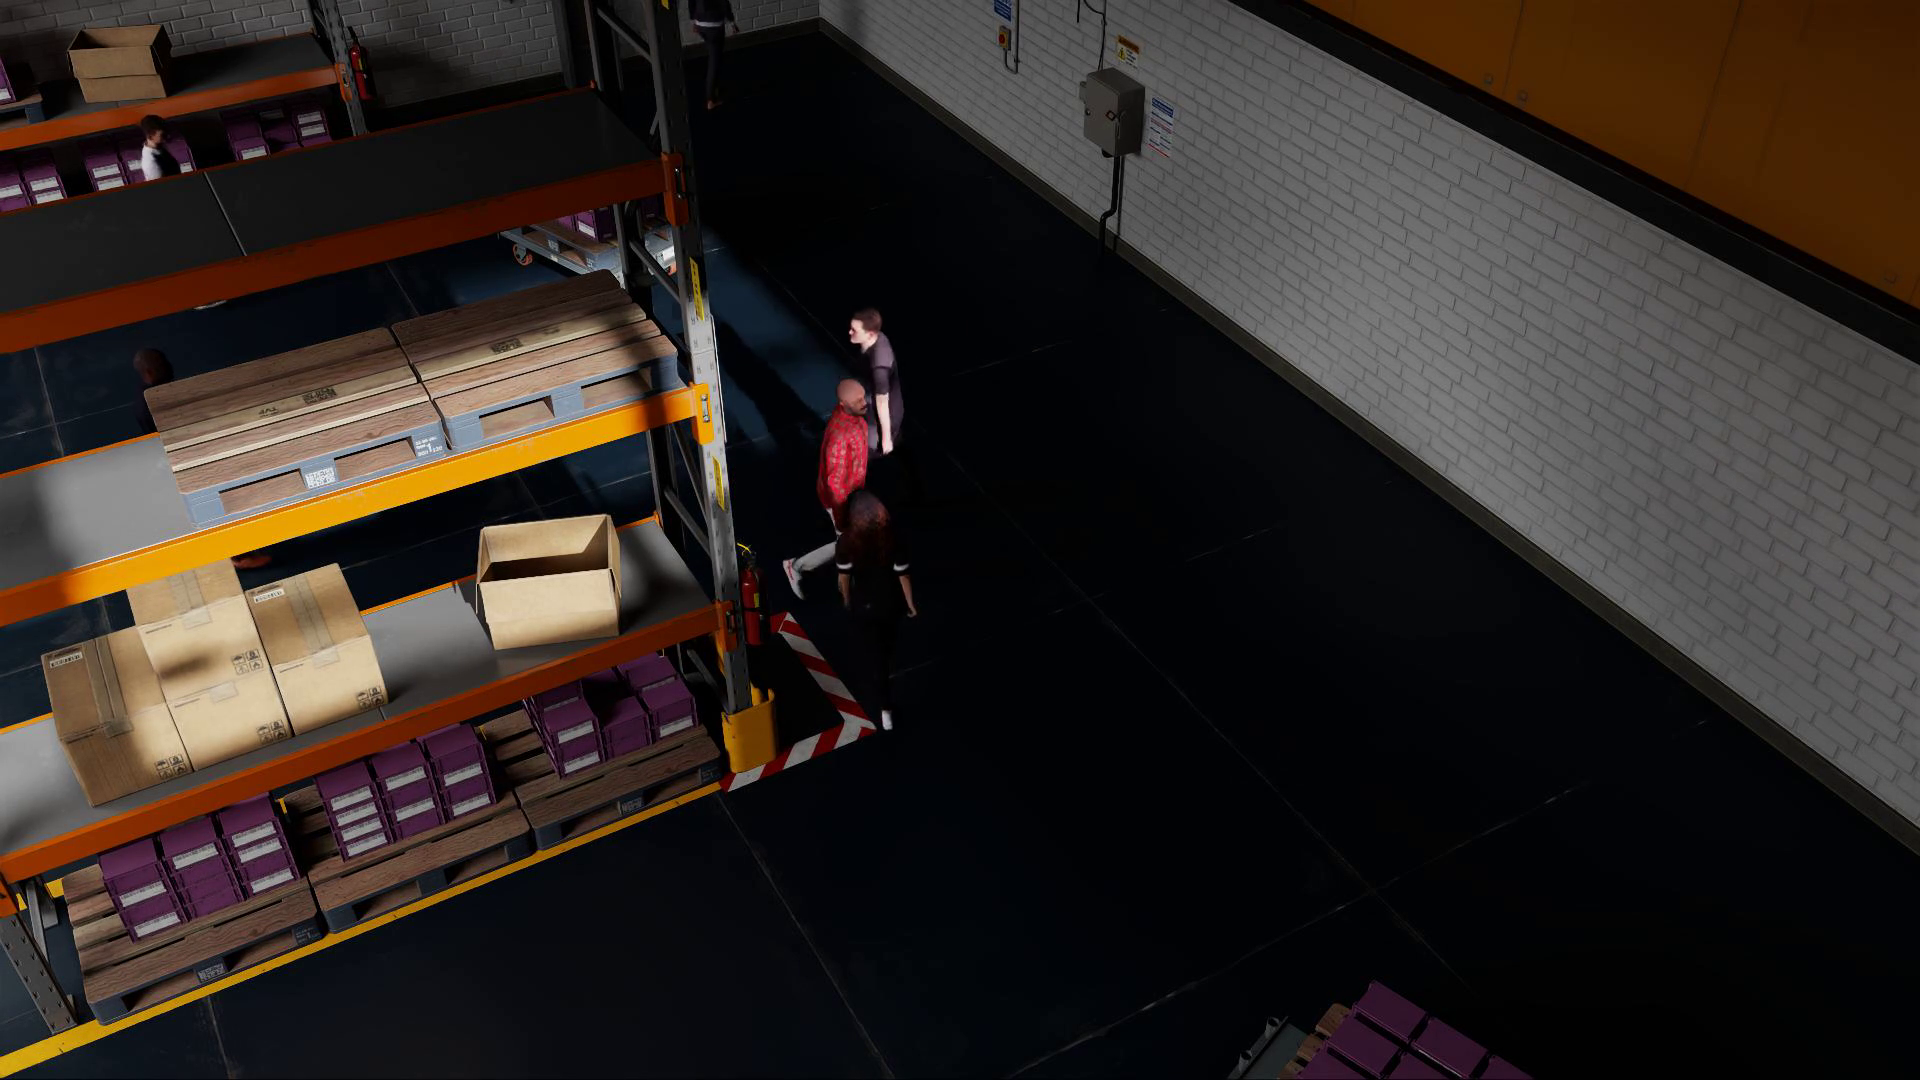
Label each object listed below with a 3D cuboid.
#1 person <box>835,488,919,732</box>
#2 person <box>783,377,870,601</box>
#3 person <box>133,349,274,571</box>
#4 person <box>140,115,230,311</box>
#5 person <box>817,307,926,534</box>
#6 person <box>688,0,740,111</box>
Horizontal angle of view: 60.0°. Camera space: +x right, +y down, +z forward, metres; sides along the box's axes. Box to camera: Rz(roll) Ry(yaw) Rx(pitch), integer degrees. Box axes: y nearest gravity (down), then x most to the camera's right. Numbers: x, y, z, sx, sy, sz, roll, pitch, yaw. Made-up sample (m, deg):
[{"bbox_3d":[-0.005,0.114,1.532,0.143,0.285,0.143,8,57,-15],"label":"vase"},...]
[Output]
[{"bbox_3d":[-0.522,0.460,10.337,1.170,1.584,1.047,1,39,1],"label":"person"},{"bbox_3d":[-0.857,-0.335,11.162,1.067,1.797,0.983,5,39,6],"label":"person"},{"bbox_3d":[-5.373,-0.520,11.389,1.080,1.804,0.887,-9,39,-11],"label":"person"},{"bbox_3d":[-6.739,-2.736,14.156,0.732,1.813,0.708,-21,43,-25],"label":"person"},{"bbox_3d":[-0.483,-0.846,11.797,1.200,1.804,1.017,-4,39,-5],"label":"person"},{"bbox_3d":[-2.680,-5.396,17.533,0.762,1.755,0.849,25,45,28],"label":"person"}]
